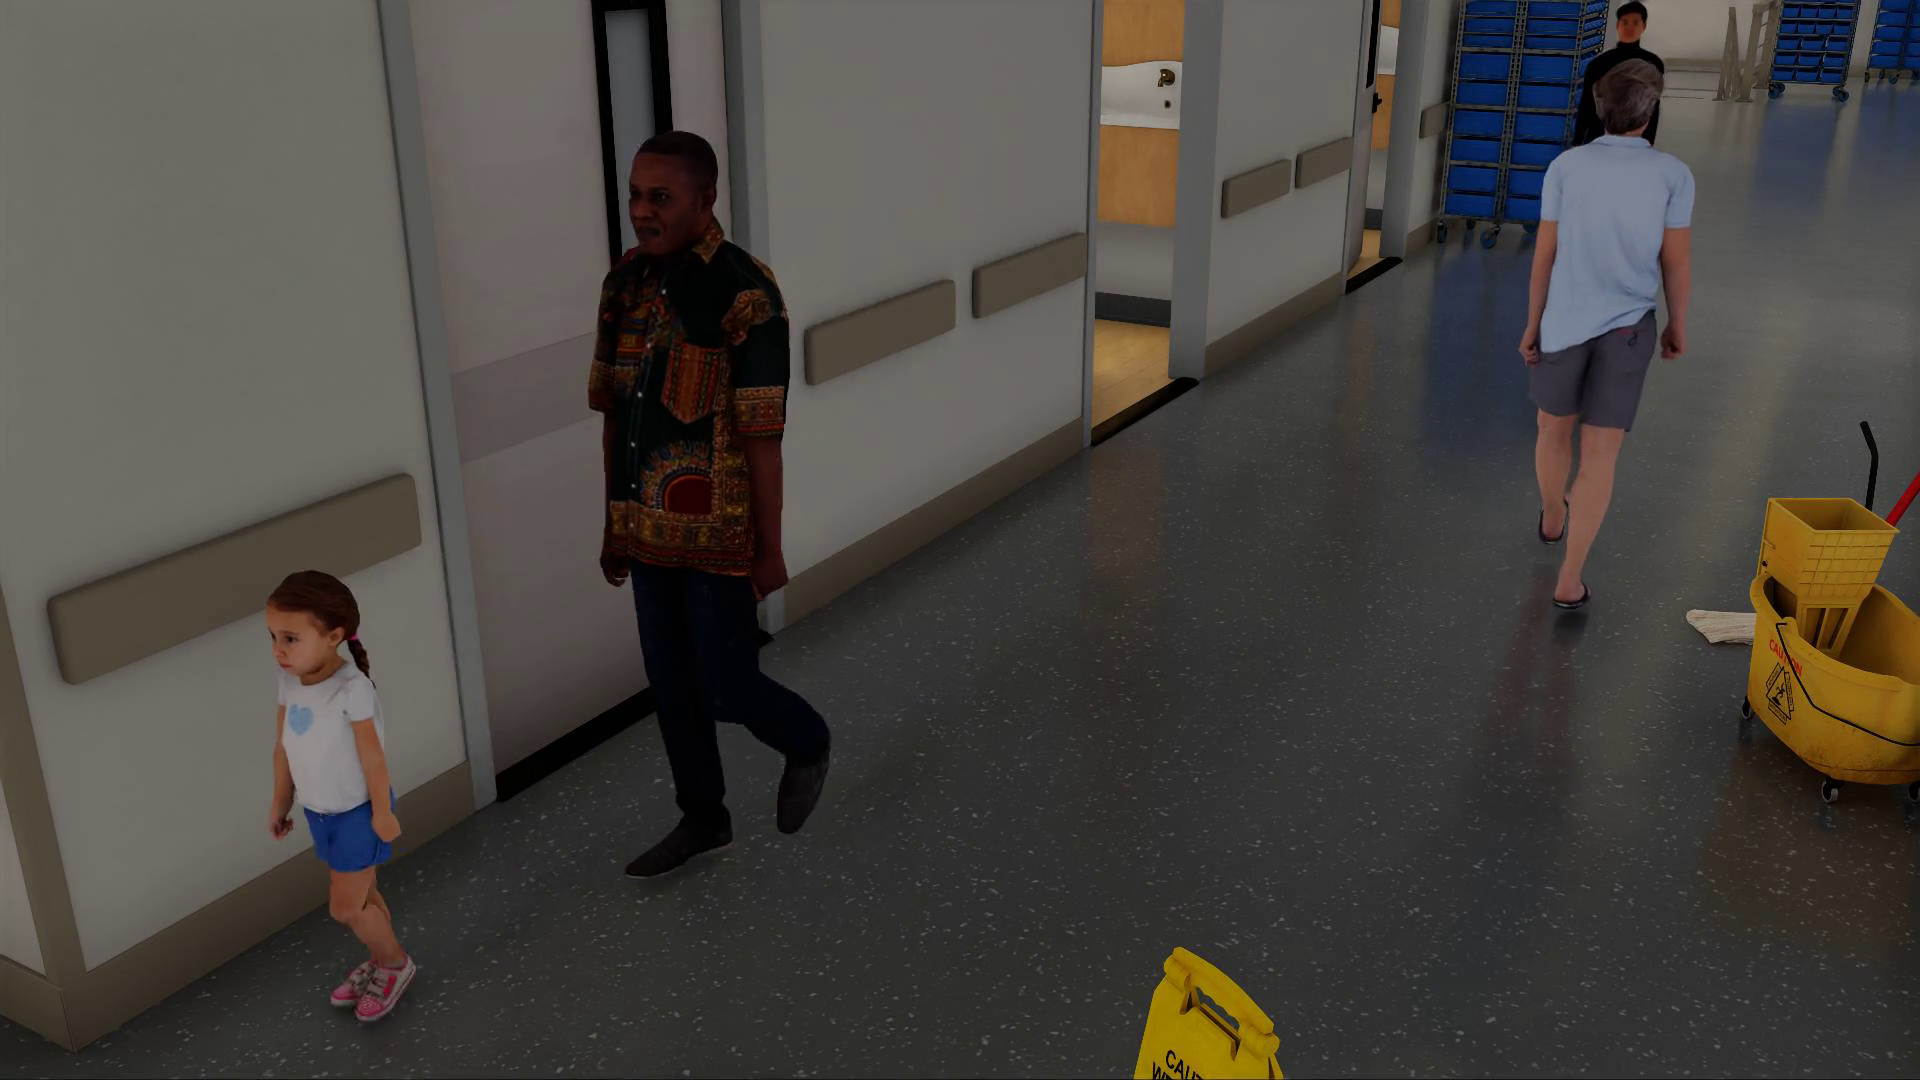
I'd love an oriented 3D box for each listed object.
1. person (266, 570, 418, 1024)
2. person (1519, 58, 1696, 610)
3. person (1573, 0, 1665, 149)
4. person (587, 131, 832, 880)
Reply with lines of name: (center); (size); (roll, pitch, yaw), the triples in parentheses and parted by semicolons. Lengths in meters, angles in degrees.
person: (-1.287, 0.529, 3.579); (0.432, 1.014, 0.451); (14, 25, 33)
person: (2.121, -0.643, 5.587); (0.694, 1.783, 1.158); (10, 23, 26)
person: (4.343, -2.655, 11.014); (0.668, 1.703, 1.067); (12, 24, 30)
person: (-0.577, -0.066, 3.989); (0.743, 1.796, 0.865); (16, 26, 35)
